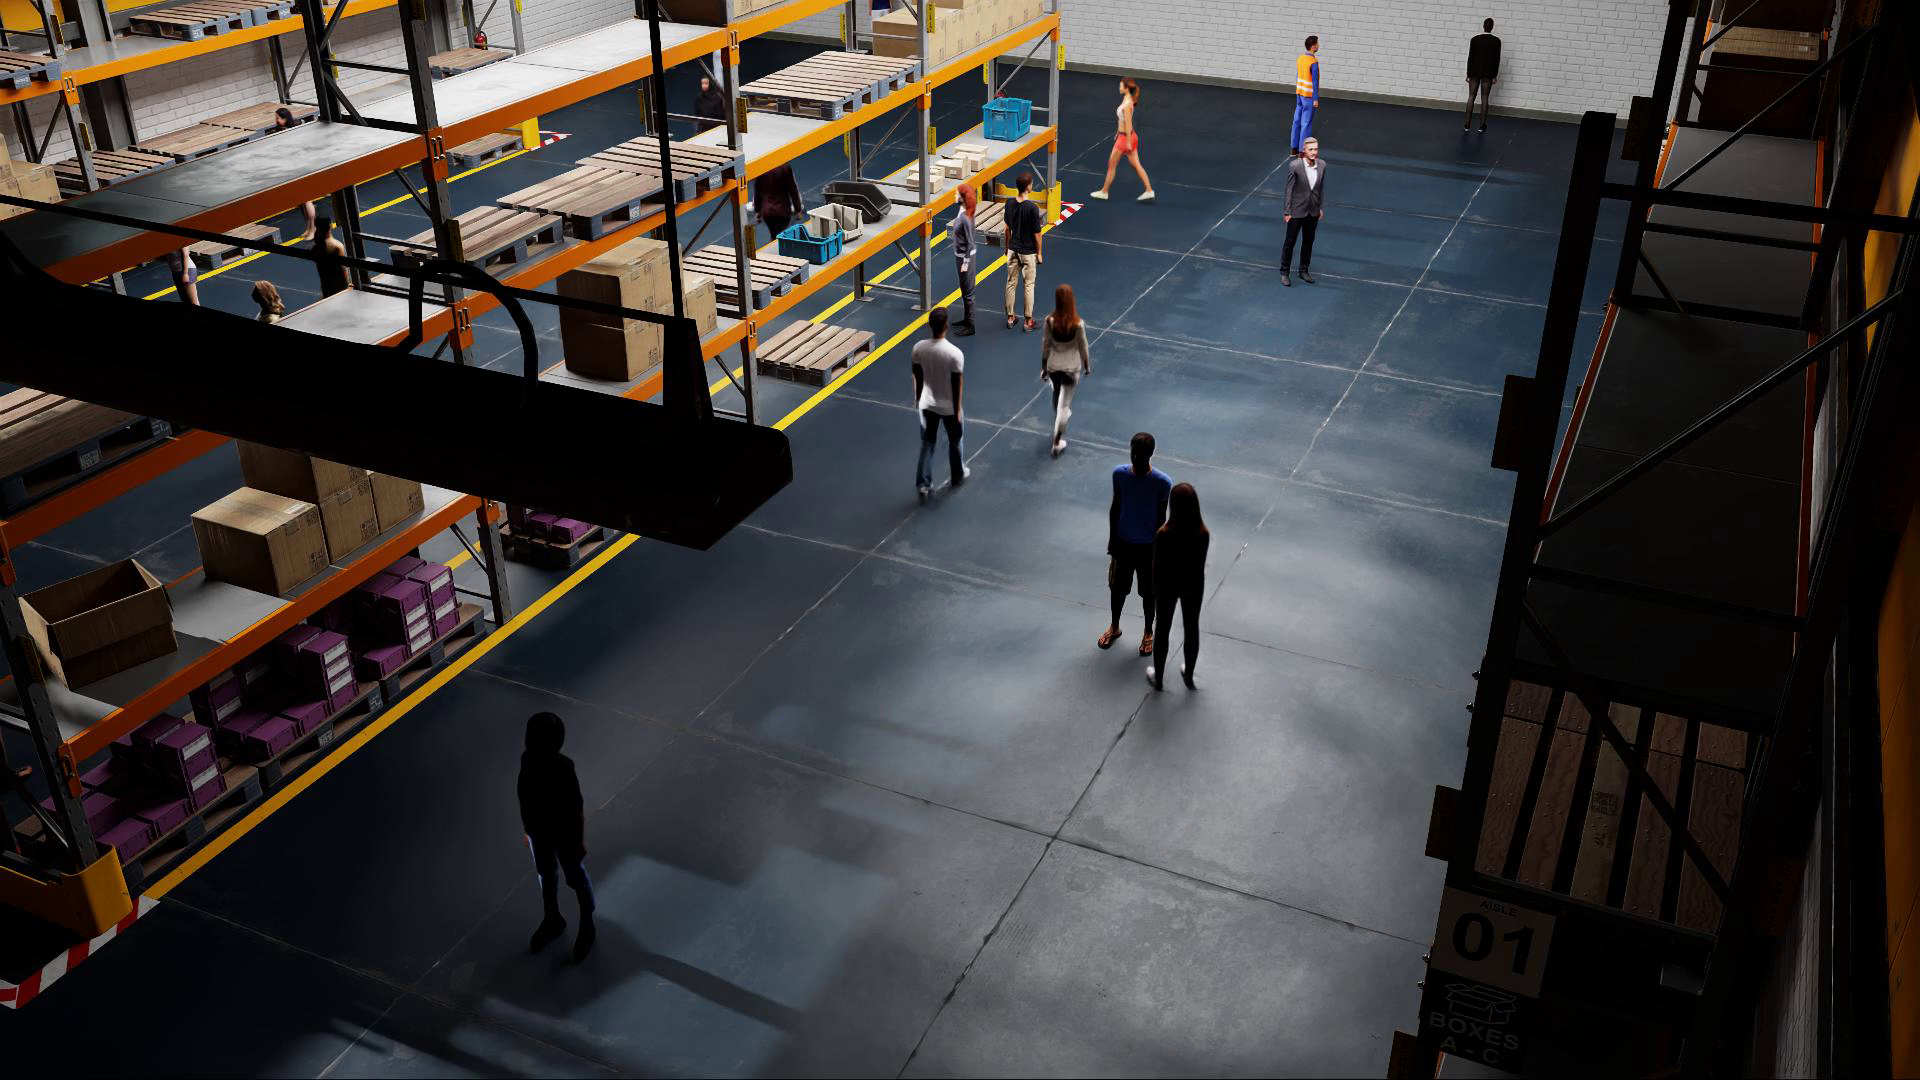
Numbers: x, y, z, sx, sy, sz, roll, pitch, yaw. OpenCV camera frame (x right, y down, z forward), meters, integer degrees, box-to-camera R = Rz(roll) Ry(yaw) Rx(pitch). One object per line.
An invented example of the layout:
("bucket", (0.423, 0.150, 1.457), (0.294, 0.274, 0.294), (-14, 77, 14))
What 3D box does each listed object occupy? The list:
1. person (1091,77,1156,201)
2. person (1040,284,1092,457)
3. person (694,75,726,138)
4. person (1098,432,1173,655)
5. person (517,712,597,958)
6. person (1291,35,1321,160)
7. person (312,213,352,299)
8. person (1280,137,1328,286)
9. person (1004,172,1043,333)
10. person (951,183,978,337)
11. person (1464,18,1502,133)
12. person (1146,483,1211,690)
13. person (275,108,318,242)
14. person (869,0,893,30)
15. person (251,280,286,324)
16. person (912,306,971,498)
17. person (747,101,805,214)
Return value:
("person", (2.456, -5.636, 23.581), (0.706, 1.747, 1.112), (9, 30, 15))
("person", (0.994, -1.630, 16.311), (0.601, 1.675, 1.007), (12, 31, 20))
("person", (-3.652, -6.038, 24.465), (0.622, 1.606, 0.775), (10, 30, 17))
("person", (1.398, -0.005, 13.135), (0.660, 1.864, 0.585), (10, 30, 17))
("person", (-2.444, 1.762, 10.065), (0.578, 1.701, 0.547), (11, 30, 19))
("person", (5.347, -6.835, 25.656), (0.830, 1.864, 0.777), (-11, 30, -19))
("person", (-6.877, -2.704, 18.236), (0.682, 1.718, 0.864), (8, 30, 14))
("person", (4.281, -4.107, 20.680), (0.794, 1.840, 0.844), (-9, 30, -16))
("person", (0.717, -3.343, 19.262), (0.684, 1.857, 0.583), (18, 33, 30))
("person", (0.062, -3.235, 19.147), (0.713, 1.779, 0.599), (-2, 29, -4))
("person", (8.502, -7.581, 27.091), (0.669, 1.800, 0.579), (10, 30, 17))
("person", (1.674, 0.362, 12.611), (0.665, 1.722, 0.692), (-3, 29, -5))
("person", (-8.835, -4.872, 22.157), (0.771, 1.769, 0.753), (-22, 35, -34))
("person", (-1.514, -10.107, 31.683), (0.691, 1.836, 0.767), (-12, 31, -21))
("person", (-6.752, -1.752, 16.486), (0.725, 1.723, 0.712), (-17, 33, -29))
("person", (-0.226, -1.237, 15.423), (0.667, 1.837, 0.980), (12, 31, 21))
("person", (-2.530, -5.383, 23.067), (1.216, 1.794, 1.208), (-6, 29, -11))
